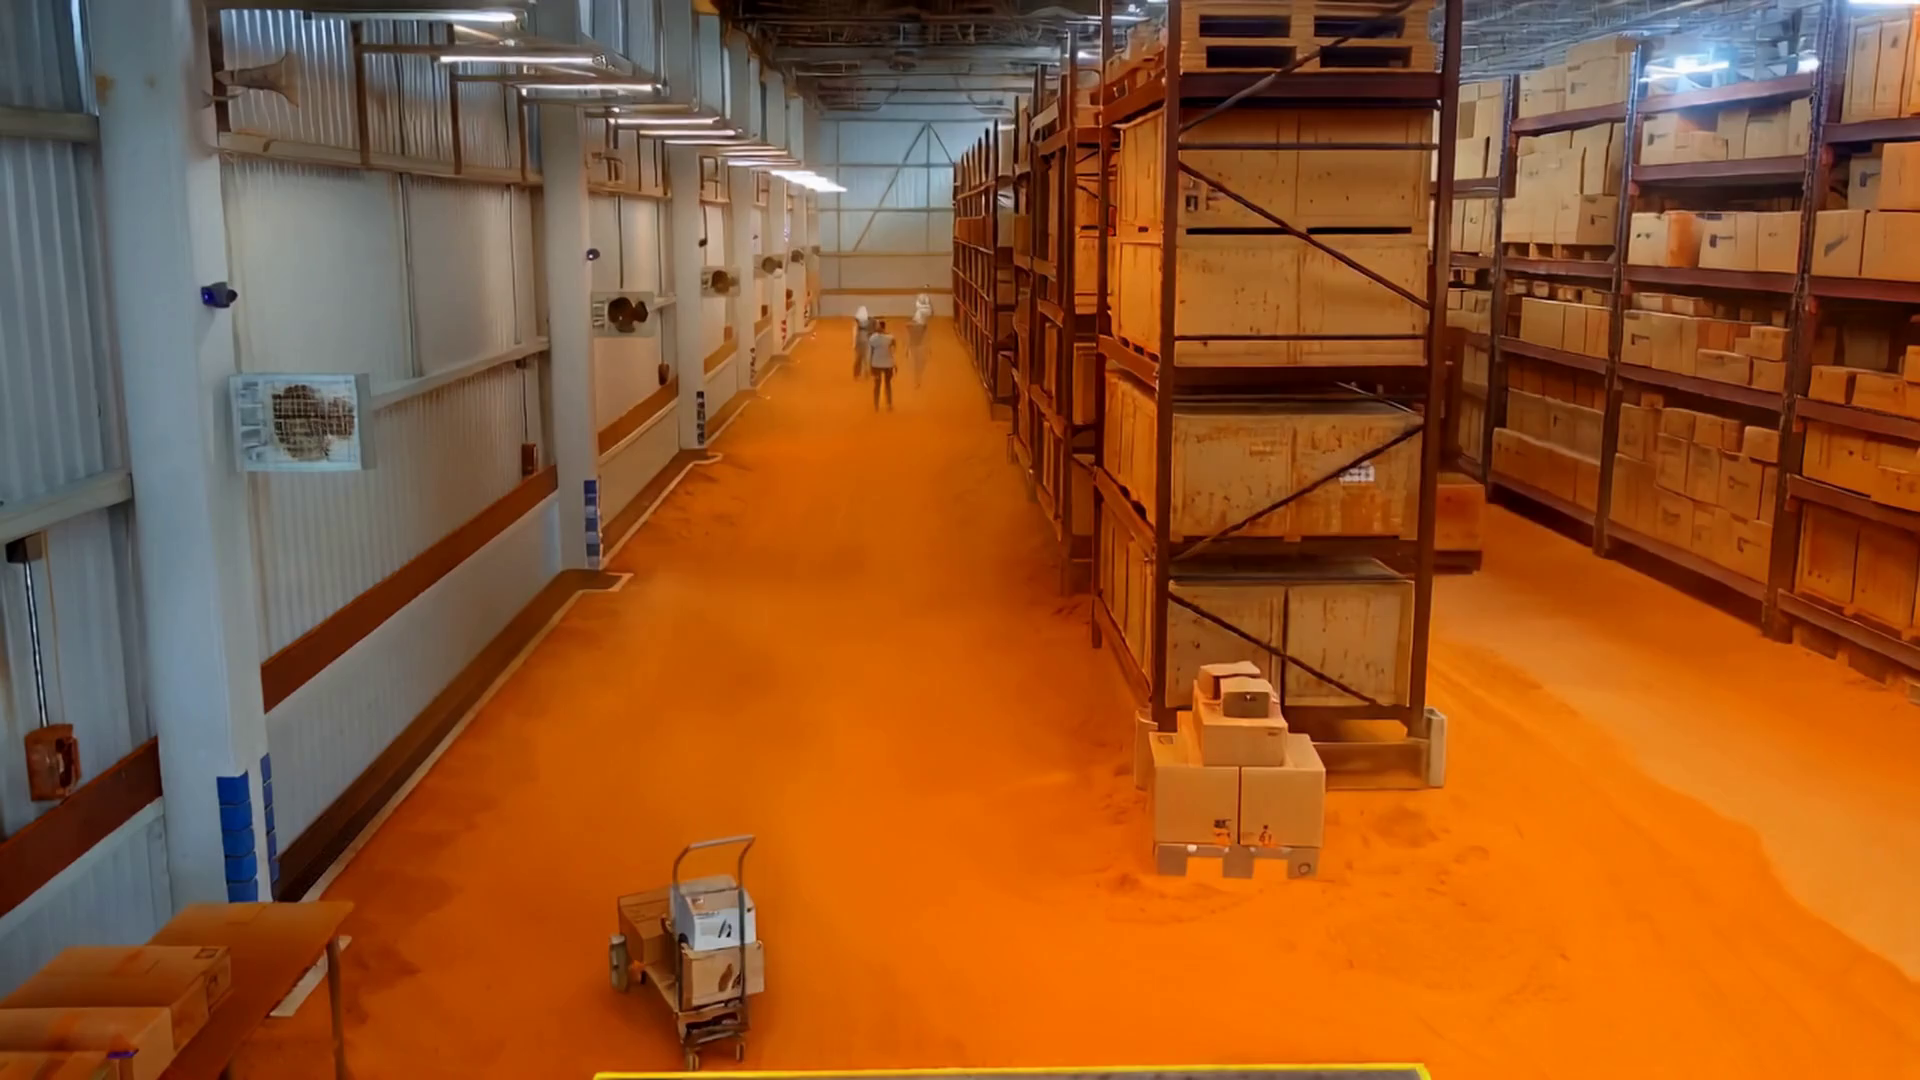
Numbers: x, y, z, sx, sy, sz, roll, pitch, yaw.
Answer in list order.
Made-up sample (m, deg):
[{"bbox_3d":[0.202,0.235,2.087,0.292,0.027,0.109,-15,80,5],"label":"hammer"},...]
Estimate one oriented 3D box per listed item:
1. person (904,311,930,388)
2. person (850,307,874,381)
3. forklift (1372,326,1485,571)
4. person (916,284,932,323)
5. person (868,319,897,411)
[{"bbox_3d":[-1.037,-4.632,40.520,0.682,1.888,0.560,-2,11,-11],"label":"person"},{"bbox_3d":[-2.543,-5.002,42.453,0.526,1.894,0.644,3,11,16],"label":"person"},{"bbox_3d":[5.477,-1.138,19.769,1.129,2.768,1.873,0,11,-2],"label":"forklift"},{"bbox_3d":[-1.269,-8.024,58.220,0.546,1.890,1.044,1,11,6],"label":"person"},{"bbox_3d":[-1.661,-3.756,35.731,0.613,1.988,0.404,-3,11,-16],"label":"person"}]
